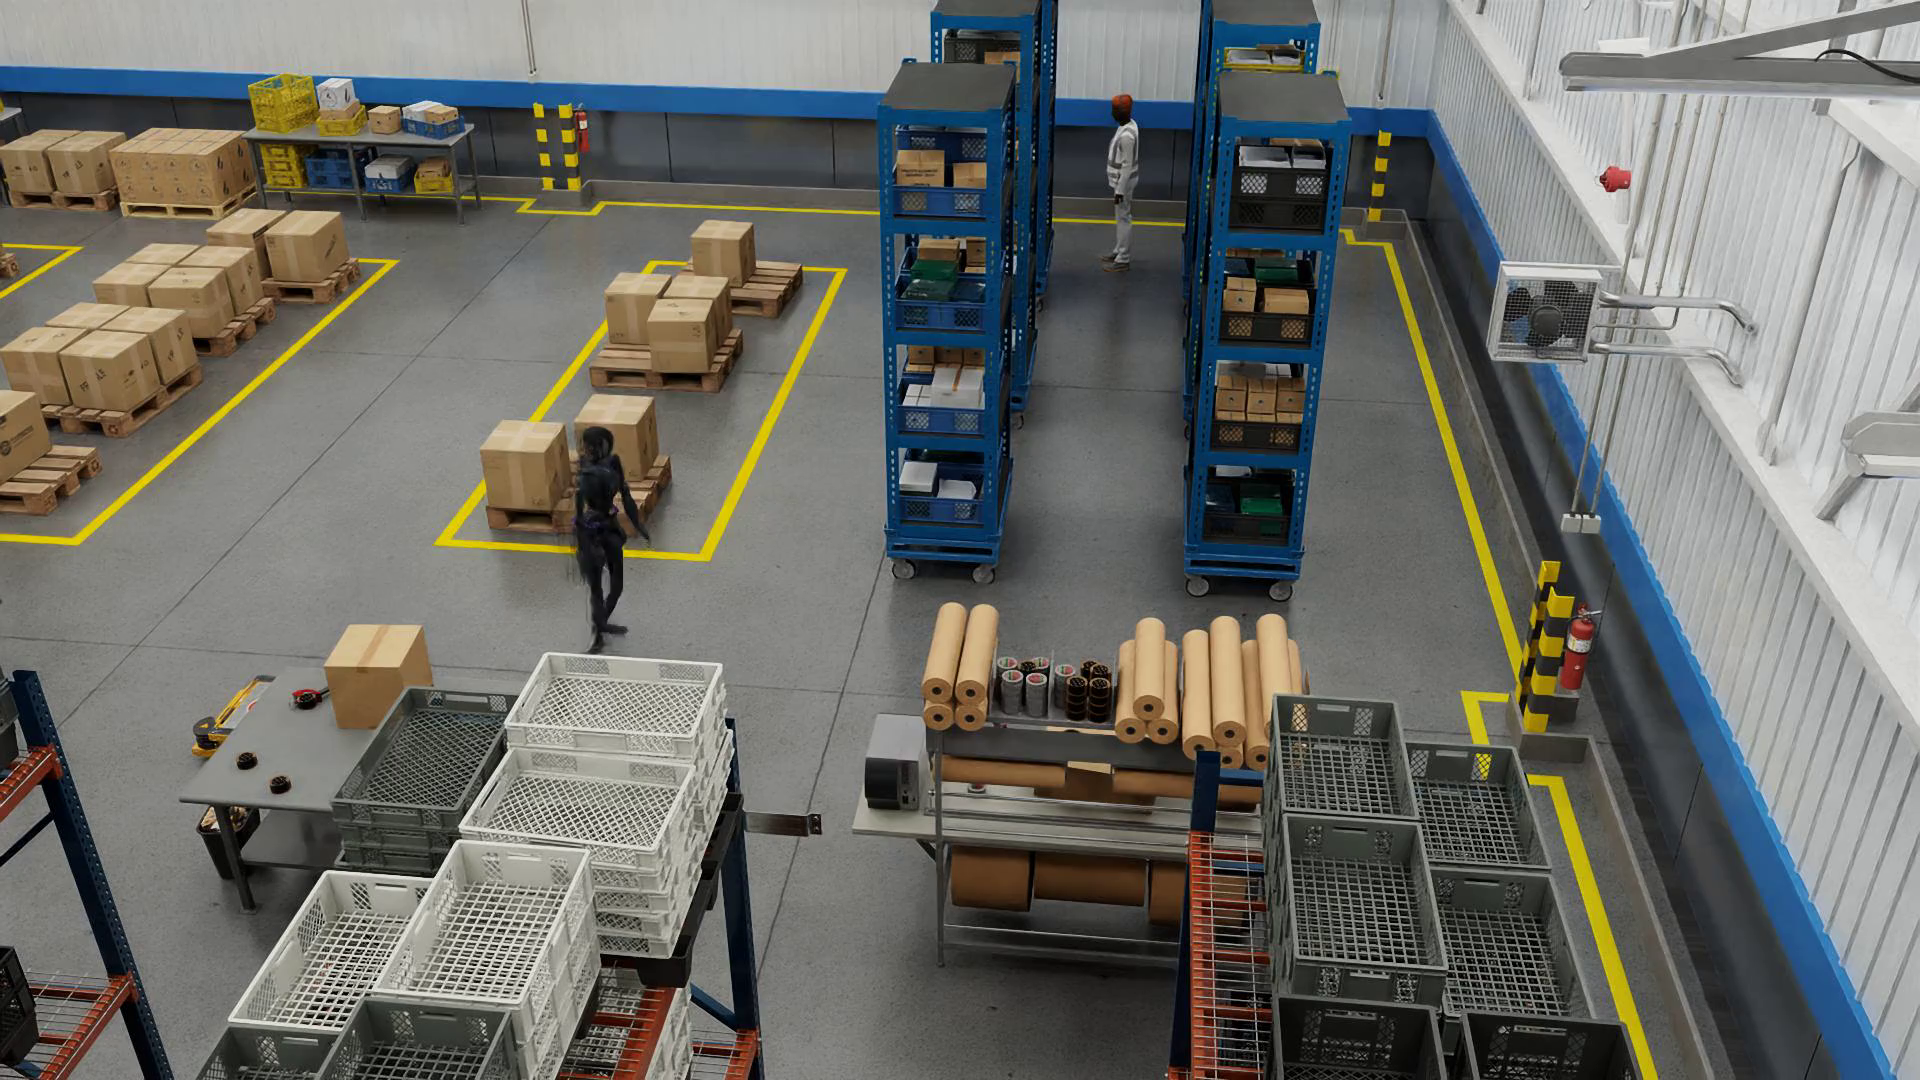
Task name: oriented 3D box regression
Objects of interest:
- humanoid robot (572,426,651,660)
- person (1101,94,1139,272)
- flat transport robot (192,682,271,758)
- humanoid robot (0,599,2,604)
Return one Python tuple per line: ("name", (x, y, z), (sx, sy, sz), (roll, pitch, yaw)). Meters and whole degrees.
("humanoid robot", (-2.433, -0.011, 11.328), (0.384, 1.639, 0.699), (13, 33, 21))
("person", (1.699, -3.767, 17.535), (0.356, 1.887, 0.571), (2, 30, 4))
("flat transport robot", (-4.089, 1.163, 10.648), (1.431, 0.197, 0.652), (3, 30, 6))
("humanoid robot", (-7.193, -0.231, 11.657), (0.586, 1.657, 0.331), (3, 30, 5))
